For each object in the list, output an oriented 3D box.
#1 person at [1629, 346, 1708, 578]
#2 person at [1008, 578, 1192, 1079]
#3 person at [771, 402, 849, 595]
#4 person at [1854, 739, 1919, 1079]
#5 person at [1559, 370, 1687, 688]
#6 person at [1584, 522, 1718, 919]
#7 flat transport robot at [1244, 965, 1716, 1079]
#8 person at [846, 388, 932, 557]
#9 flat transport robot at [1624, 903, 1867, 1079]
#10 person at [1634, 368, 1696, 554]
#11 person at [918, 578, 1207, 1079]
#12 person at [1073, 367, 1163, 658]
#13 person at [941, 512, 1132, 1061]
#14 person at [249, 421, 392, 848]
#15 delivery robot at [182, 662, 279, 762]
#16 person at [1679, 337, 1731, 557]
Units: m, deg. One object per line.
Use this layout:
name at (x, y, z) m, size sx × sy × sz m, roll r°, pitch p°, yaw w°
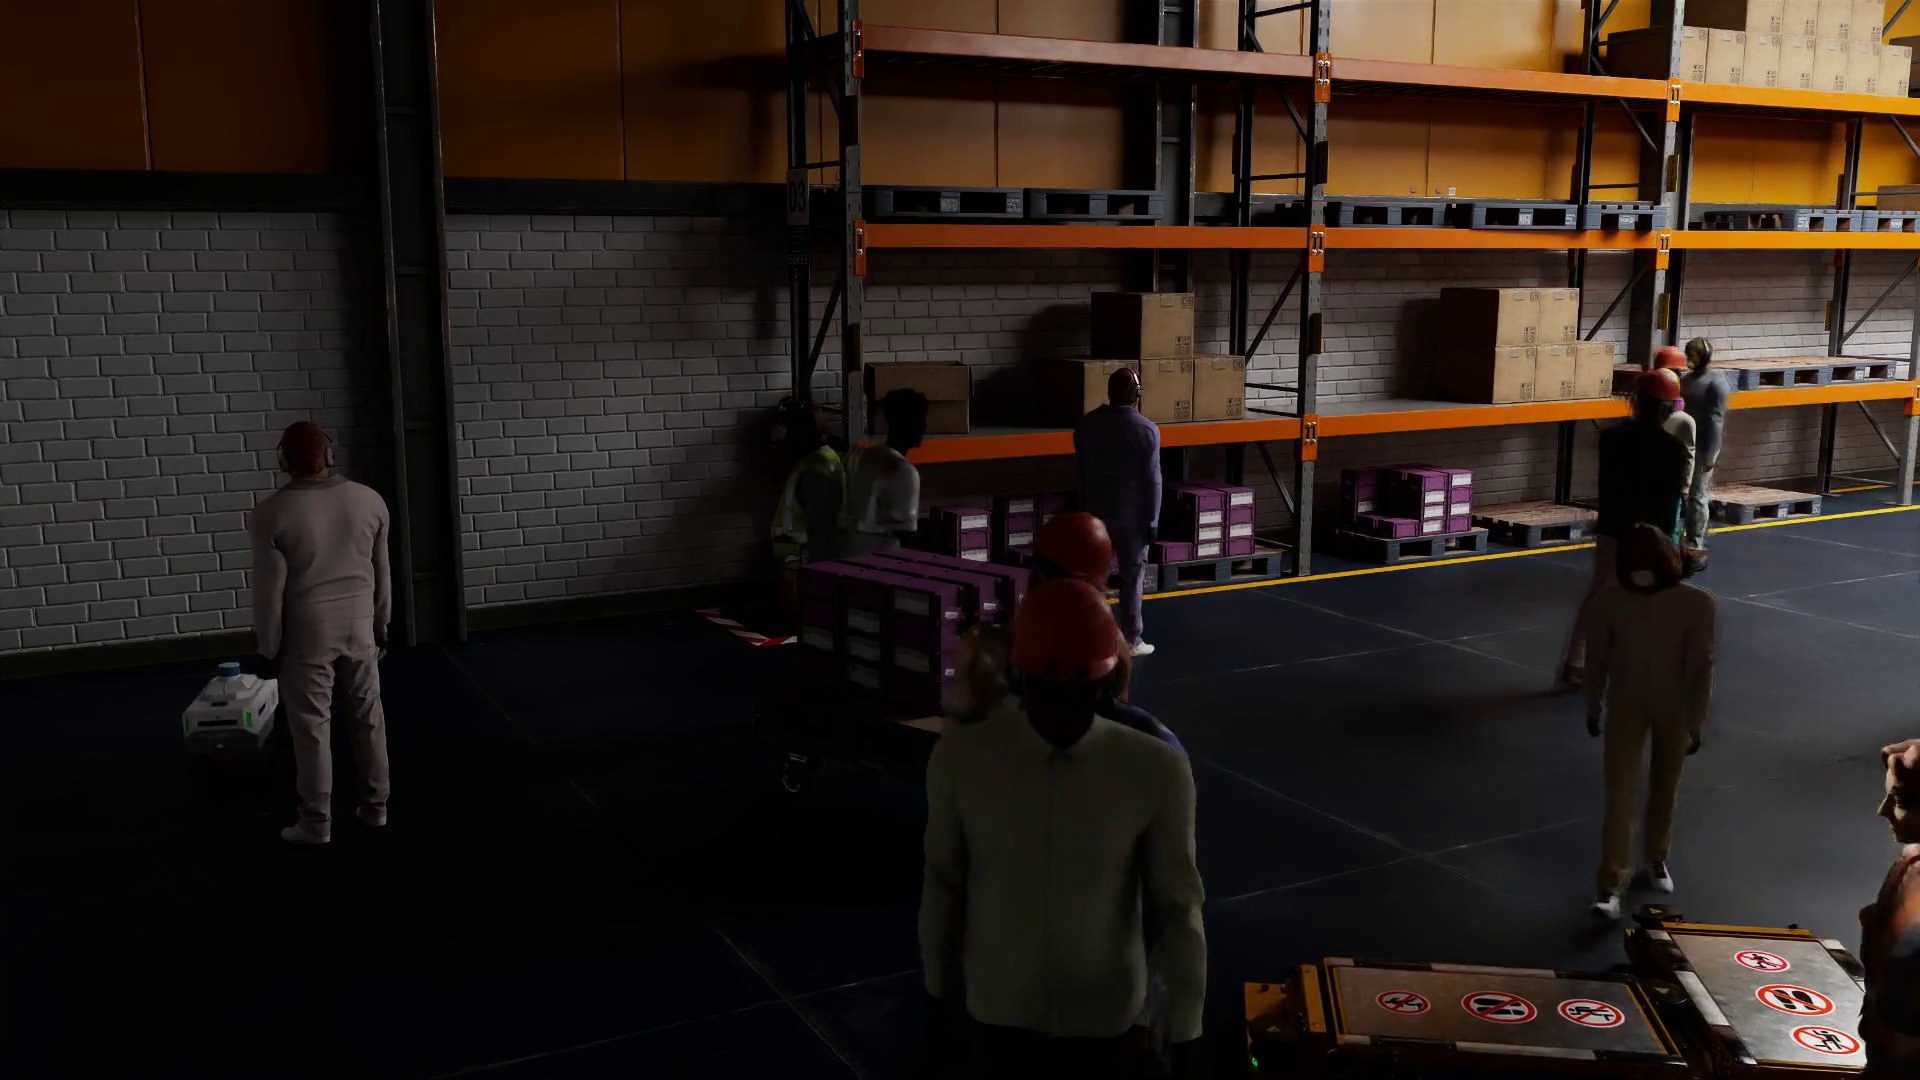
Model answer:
person at (5.638, -0.604, 13.361) m, size 0.982 × 1.884 × 0.558 m, roll -5°, pitch 11°, yaw -25°
person at (0.289, 1.020, 4.019) m, size 0.575 × 1.875 × 0.965 m, roll 8°, pitch 13°, yaw 39°
person at (-0.808, 0.169, 9.052) m, size 0.430 × 1.841 × 0.624 m, roll -1°, pitch 10°, yaw -3°
person at (2.100, 1.211, 3.650) m, size 0.361 × 1.619 × 0.533 m, roll 3°, pitch 10°, yaw 18°
person at (4.052, -0.053, 10.059) m, size 1.016 × 1.948 × 0.613 m, roll -8°, pitch 12°, yaw -37°
person at (2.720, 0.714, 6.631) m, size 0.485 × 1.577 × 0.864 m, roll 4°, pitch 11°, yaw 22°
flat transport robot at (1.649, 1.593, 5.362) m, size 1.431 × 0.197 × 0.652 m, roll 1°, pitch 10°, yaw 8°
person at (-0.356, 0.147, 8.913) m, size 0.758 × 1.925 × 0.629 m, roll -4°, pitch 11°, yaw -23°
flat transport robot at (2.711, 1.570, 5.492) m, size 0.652 × 0.197 × 1.431 m, roll 1°, pitch 10°, yaw 8°
person at (5.315, -0.423, 12.667) m, size 0.327 × 1.769 × 0.525 m, roll -6°, pitch 12°, yaw -33°
person at (0.222, 1.050, 3.665) m, size 0.643 × 1.939 × 1.007 m, roll 0°, pitch 10°, yaw 1°
person at (1.049, -0.177, 10.883) m, size 0.636 × 1.900 × 0.404 m, roll 7°, pitch 12°, yaw 35°
person at (0.214, 0.838, 5.135) m, size 0.544 × 1.863 × 0.886 m, roll -5°, pitch 11°, yaw -24°
person at (-2.858, 0.418, 7.442) m, size 0.406 × 1.902 × 0.636 m, roll 9°, pitch 13°, yaw 42°
delivery robot at (-3.701, 0.866, 8.460) m, size 0.477 × 0.478 × 0.707 m, roll -2°, pitch 10°, yaw -12°
person at (6.274, -0.768, 14.224) m, size 0.425 × 1.927 × 0.633 m, roll -2°, pitch 10°, yaw -13°
